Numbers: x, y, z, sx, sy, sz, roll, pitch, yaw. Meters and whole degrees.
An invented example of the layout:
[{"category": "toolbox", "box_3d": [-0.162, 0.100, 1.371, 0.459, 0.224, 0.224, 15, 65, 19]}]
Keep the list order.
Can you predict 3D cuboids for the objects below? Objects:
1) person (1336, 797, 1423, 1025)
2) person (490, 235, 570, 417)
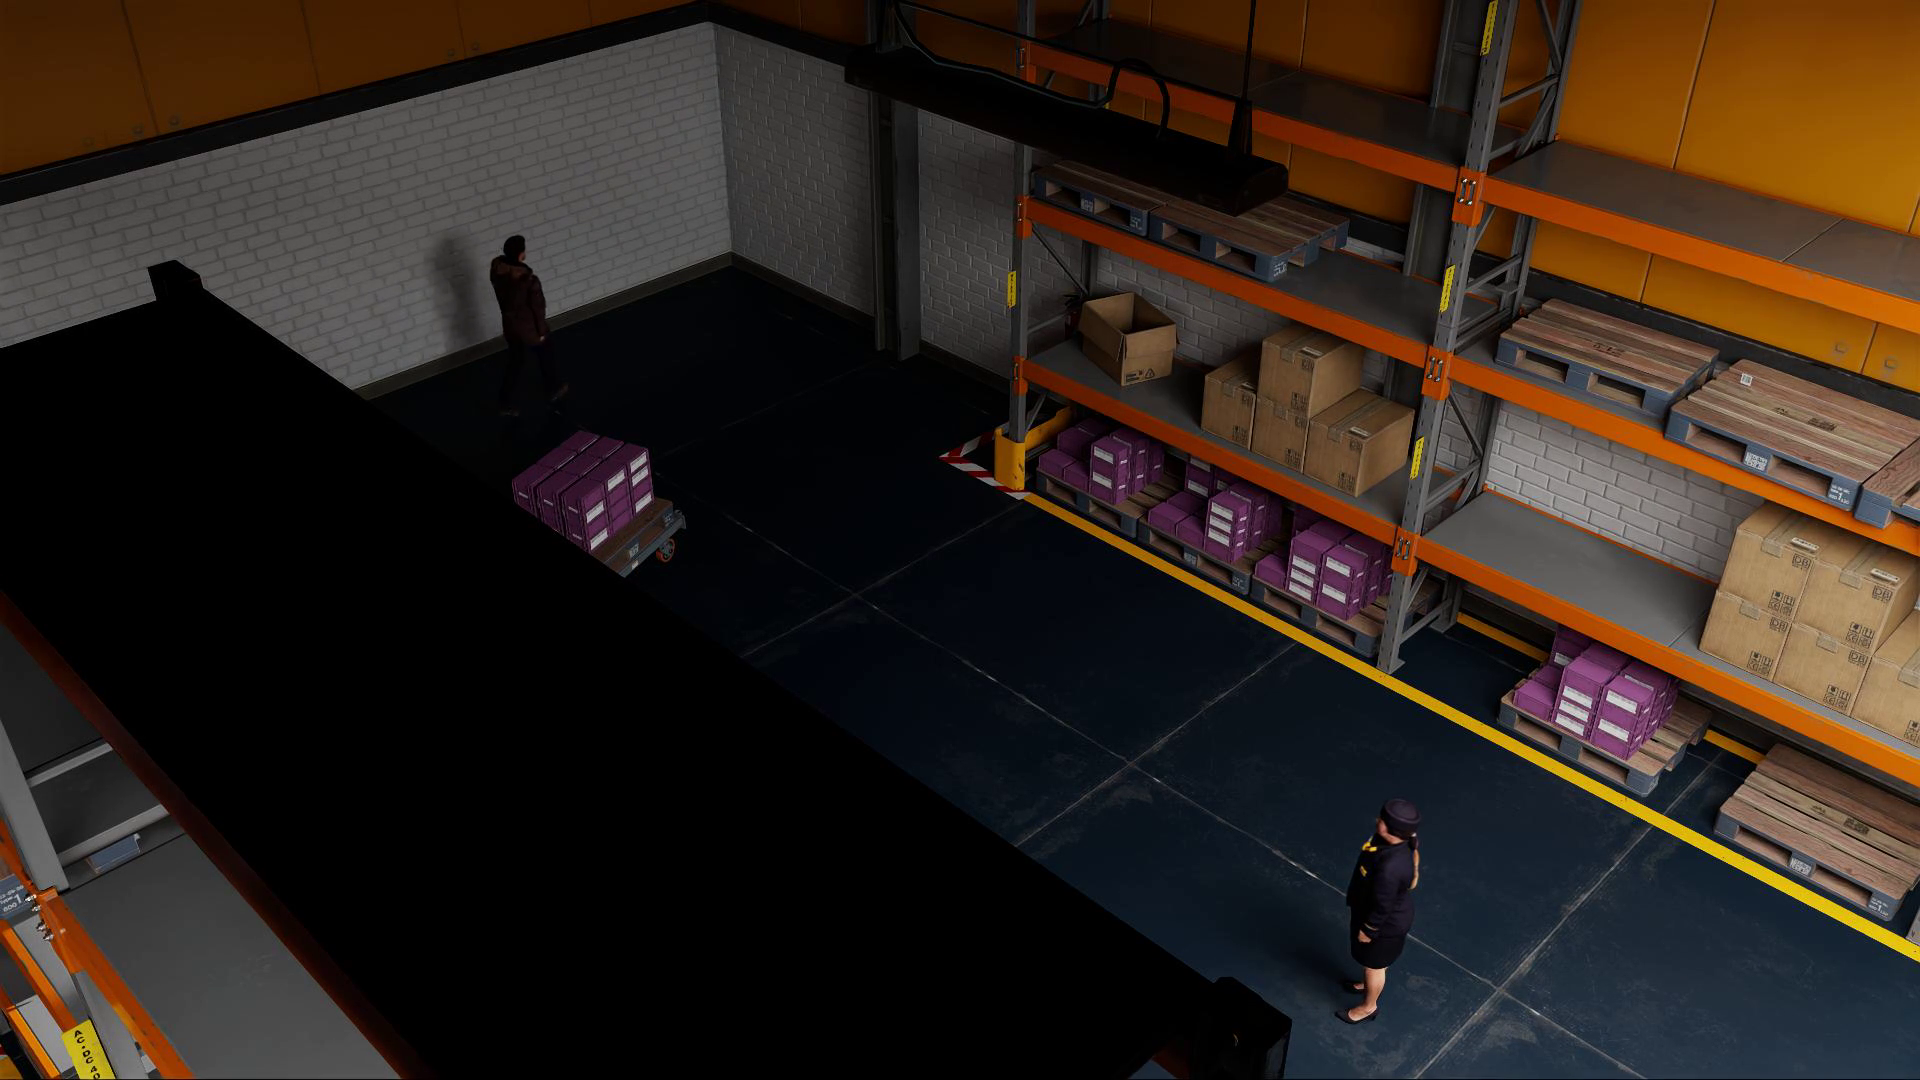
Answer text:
[{"category": "person", "box_3d": [2.481, 2.192, 9.791, 0.768, 1.671, 0.785, 13, 36, 19]}, {"category": "person", "box_3d": [-4.257, -2.025, 16.006, 1.206, 1.813, 1.081, 13, 36, 19]}]
